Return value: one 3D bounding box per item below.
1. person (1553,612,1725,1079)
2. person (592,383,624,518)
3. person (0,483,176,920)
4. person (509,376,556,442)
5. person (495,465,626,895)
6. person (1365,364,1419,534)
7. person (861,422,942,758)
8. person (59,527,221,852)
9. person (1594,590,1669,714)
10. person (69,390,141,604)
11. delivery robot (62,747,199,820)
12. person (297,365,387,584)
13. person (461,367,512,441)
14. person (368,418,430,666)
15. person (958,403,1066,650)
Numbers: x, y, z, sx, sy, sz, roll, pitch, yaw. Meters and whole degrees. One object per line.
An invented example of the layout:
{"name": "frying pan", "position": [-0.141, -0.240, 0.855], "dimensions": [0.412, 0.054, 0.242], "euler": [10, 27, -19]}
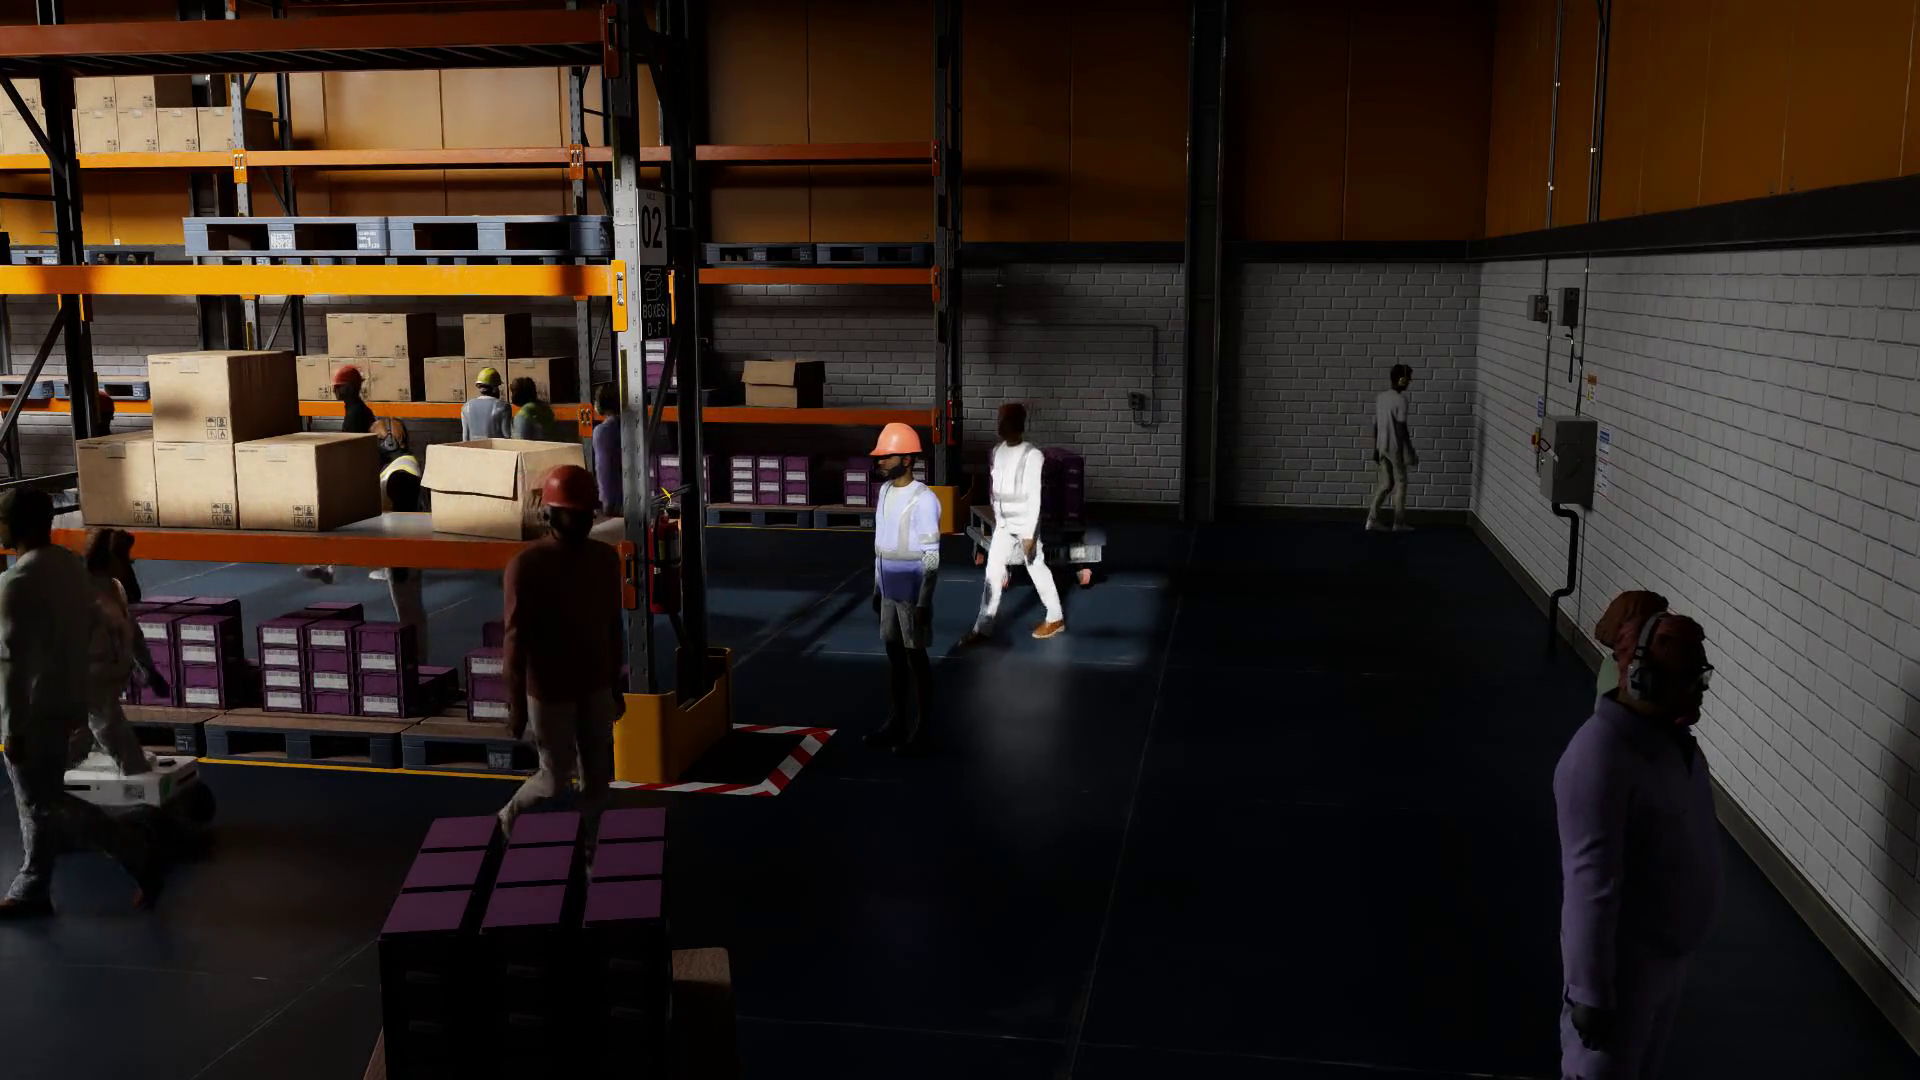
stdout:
{"name": "person", "position": [1.834, 1.129, 4.498], "dimensions": [0.402, 1.906, 0.652], "euler": [8, 12, 39]}
{"name": "person", "position": [-2.862, -0.374, 13.915], "dimensions": [1.044, 1.886, 0.650], "euler": [3, 10, 20]}
{"name": "person", "position": [-3.824, 0.707, 7.081], "dimensions": [0.809, 1.919, 0.633], "euler": [-1, 9, -6]}
{"name": "person", "position": [-4.005, -0.639, 15.734], "dimensions": [0.502, 1.819, 0.627], "euler": [1, 9, 9]}
{"name": "person", "position": [-1.785, 0.631, 7.395], "dimensions": [0.662, 1.974, 0.620], "euler": [7, 12, 39]}
{"name": "person", "position": [4.642, -0.958, 17.696], "dimensions": [0.650, 1.833, 0.588], "euler": [-4, 10, -24]}
{"name": "person", "position": [-0.341, 0.287, 9.617], "dimensions": [0.368, 1.939, 0.542], "euler": [-6, 11, -35]}
{"name": "person", "position": [-4.046, 0.724, 7.950], "dimensions": [0.882, 1.582, 0.534], "euler": [-2, 9, -14]}
{"name": "person", "position": [2.470, 0.987, 6.221], "dimensions": [0.274, 1.632, 0.503], "euler": [3, 10, 18]}
{"name": "person", "position": [-6.321, -0.149, 12.325], "dimensions": [0.379, 1.938, 0.547], "euler": [-9, 13, -44]}
{"name": "delivery robot", "position": [-4.095, 1.181, 8.066], "dimensions": [0.707, 0.478, 0.477], "euler": [0, 9, 2]}
{"name": "person", "position": [-5.516, -0.584, 14.951], "dimensions": [0.979, 1.950, 0.659], "euler": [-3, 10, -17]}
{"name": "person", "position": [-4.738, -0.831, 16.878], "dimensions": [0.586, 1.835, 0.403], "euler": [3, 10, 17]}
{"name": "person", "position": [-3.751, 0.100, 11.112], "dimensions": [0.429, 1.837, 0.628], "euler": [-4, 10, -22]}
{"name": "person", "position": [0.445, -0.114, 12.472], "dimensions": [1.003, 1.832, 0.587], "euler": [-7, 12, -38]}
